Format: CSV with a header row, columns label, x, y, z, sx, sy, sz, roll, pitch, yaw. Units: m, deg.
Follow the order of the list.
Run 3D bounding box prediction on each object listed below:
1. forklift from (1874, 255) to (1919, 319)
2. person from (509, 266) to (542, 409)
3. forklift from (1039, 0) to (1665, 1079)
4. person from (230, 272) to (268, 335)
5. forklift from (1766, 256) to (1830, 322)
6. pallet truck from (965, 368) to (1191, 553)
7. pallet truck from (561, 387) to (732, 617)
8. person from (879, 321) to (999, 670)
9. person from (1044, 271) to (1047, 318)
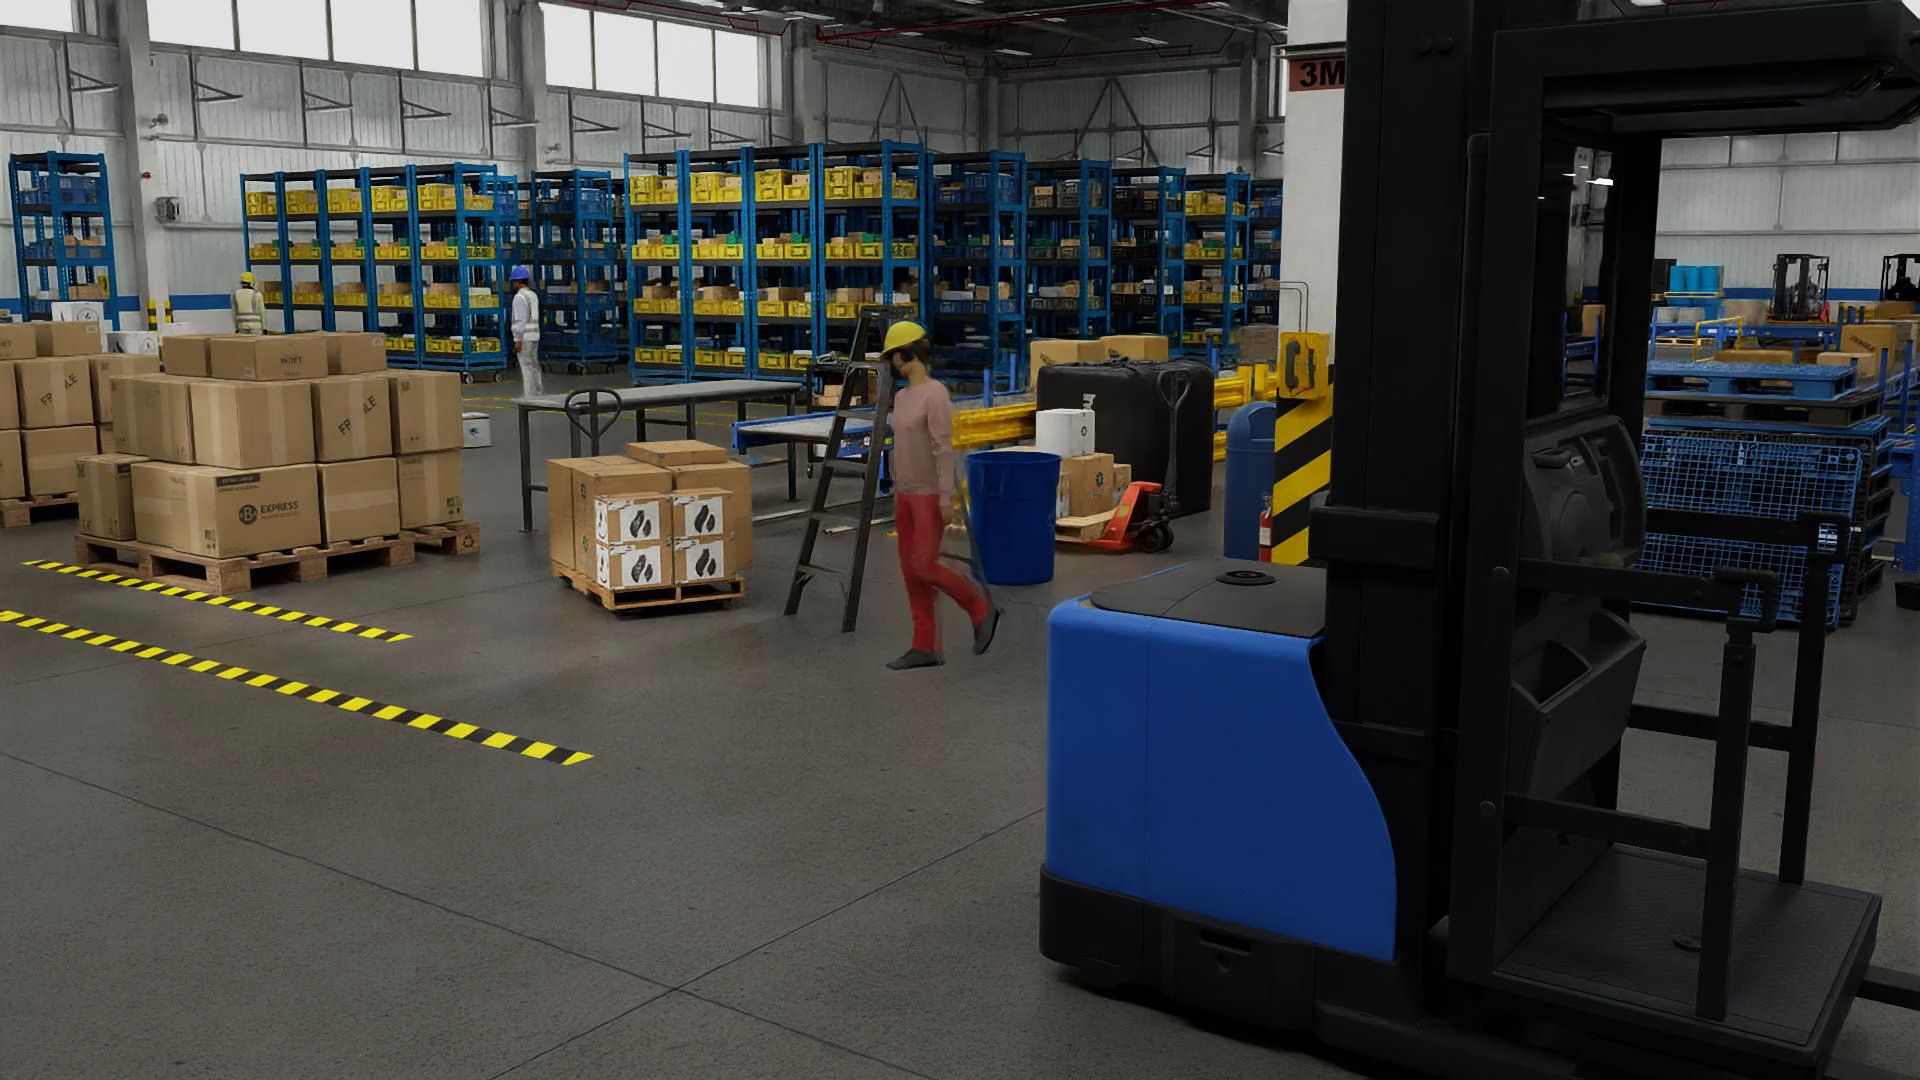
label,x,y,z,sx,sy,sz,roll,pitch,yaw
forklift,22.089,-5.634,38.796,1.157,1.987,2.680,6,11,33
person,-5.951,-2.758,22.749,0.408,1.942,0.616,1,10,6
forklift,1.249,-0.137,4.360,1.873,2.768,1.129,7,12,35
person,-12.125,-3.658,28.442,0.586,1.833,0.403,0,10,2
forklift,20.253,-5.854,40.139,1.157,1.987,2.680,7,12,35
pallet truck,0.845,-0.609,11.869,1.630,1.274,0.653,7,12,35
pallet truck,-1.981,-0.274,10.088,0.680,1.201,1.601,-5,11,-28
person,-0.146,-0.226,8.310,0.493,1.720,0.566,-5,11,-28
person,1.983,-5.604,39.993,0.570,1.843,0.372,7,12,37
